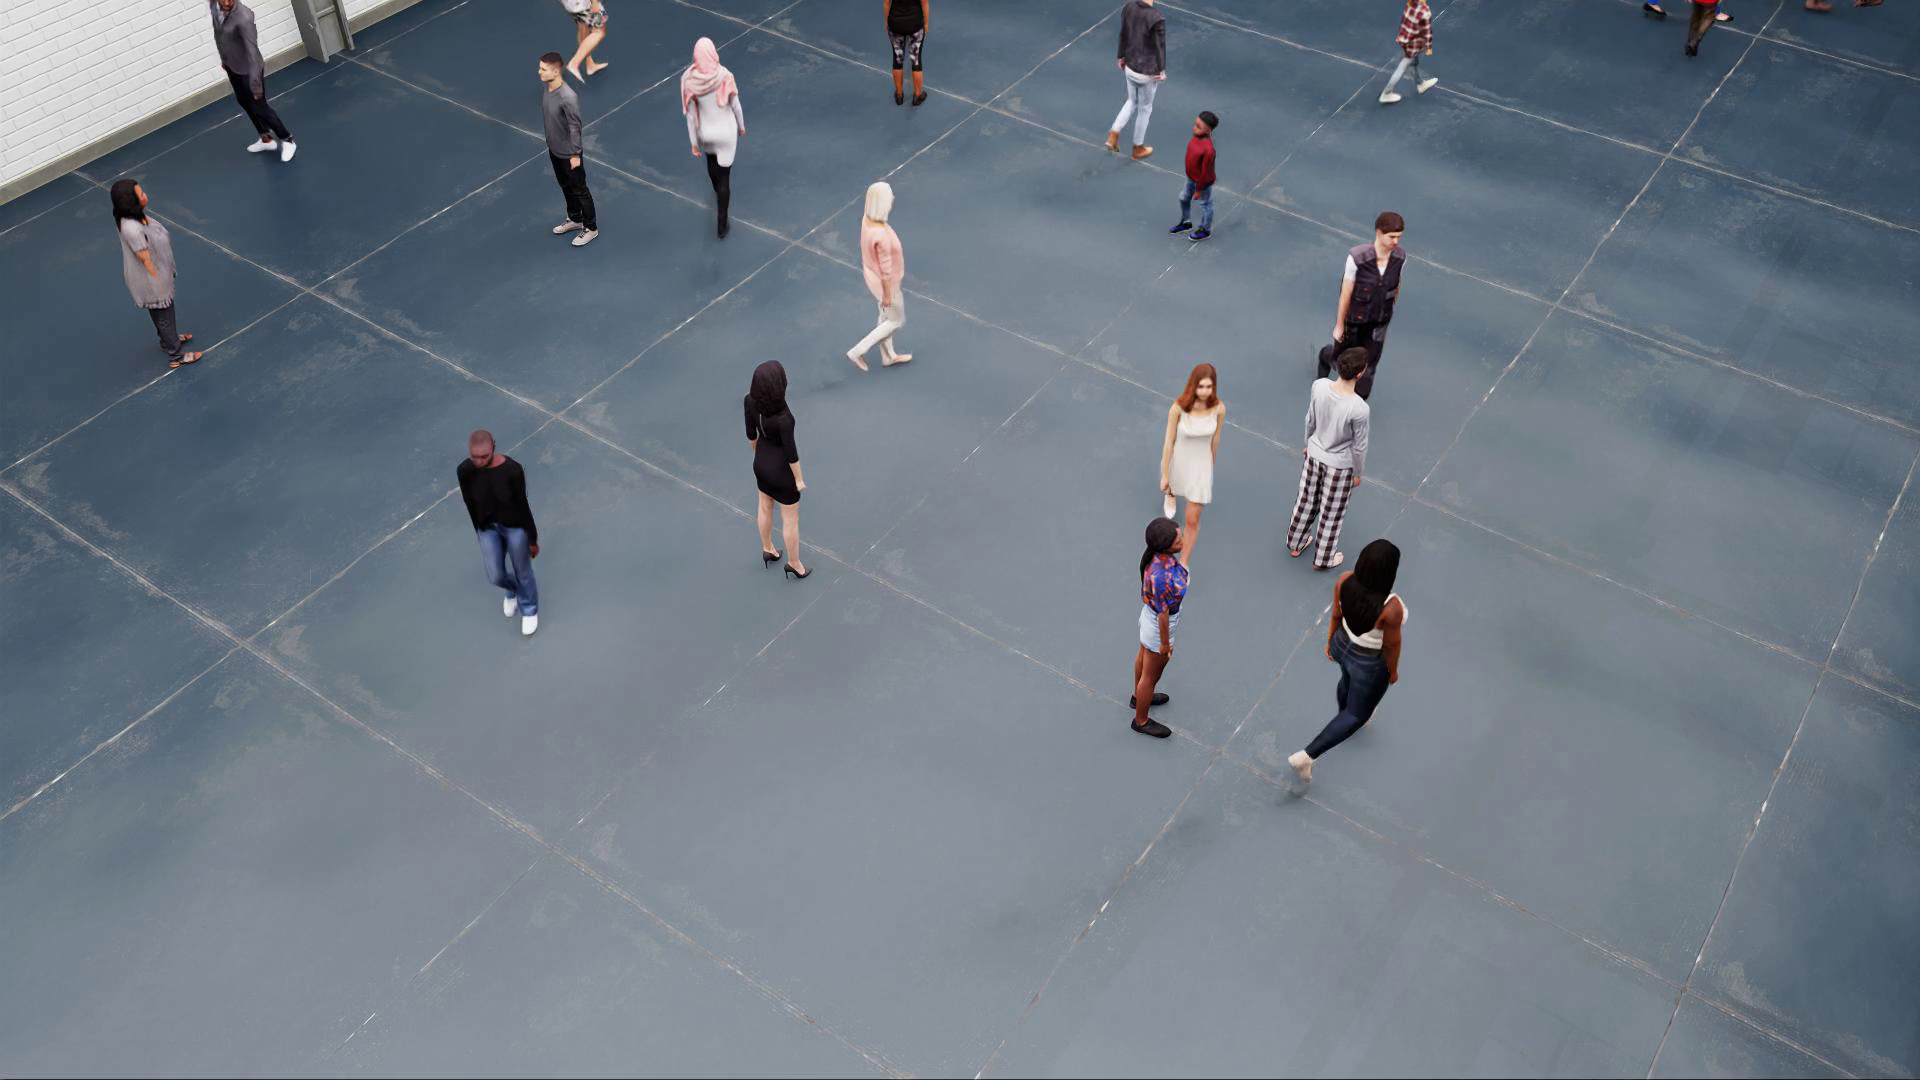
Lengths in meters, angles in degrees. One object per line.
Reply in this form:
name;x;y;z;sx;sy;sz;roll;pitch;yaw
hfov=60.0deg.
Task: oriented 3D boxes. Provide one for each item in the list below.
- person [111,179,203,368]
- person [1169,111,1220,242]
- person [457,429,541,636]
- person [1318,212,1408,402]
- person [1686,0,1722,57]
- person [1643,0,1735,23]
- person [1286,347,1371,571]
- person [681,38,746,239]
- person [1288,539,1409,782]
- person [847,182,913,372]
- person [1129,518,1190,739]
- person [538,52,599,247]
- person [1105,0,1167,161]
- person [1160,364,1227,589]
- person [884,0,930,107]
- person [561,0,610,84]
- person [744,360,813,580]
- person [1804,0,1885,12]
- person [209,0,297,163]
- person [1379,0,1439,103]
person;-6.464;-2.135;13.238;0.773;1.603;0.732;-25;49;-24
person;2.174;-3.199;14.615;0.681;1.244;0.623;-14;45;-14
person;-3.006;-0.130;11.038;0.744;1.734;0.797;-2;44;-3
person;3.035;-1.735;12.655;1.050;1.828;1.115;-6;44;-6
person;7.637;-5.566;17.084;0.499;1.266;0.636;30;51;28
person;7.748;-6.247;17.522;0.925;1.646;1.165;12;45;13
person;2.545;-0.554;11.403;0.596;1.846;0.669;-33;53;-30
person;-2.126;-3.468;14.522;1.028;1.762;1.196;1;44;1
person;2.369;0.757;10.072;1.182;1.783;0.920;-24;49;-23
person;-0.677;-2.023;13.042;0.932;1.712;0.822;-17;46;-17
person;1.224;0.524;10.346;0.728;1.743;0.627;1;44;1
person;-3.431;-3.420;14.472;0.603;1.761;0.656;-34;53;-30
person;1.626;-4.319;15.368;0.848;1.827;0.767;-30;51;-28
person;1.569;-0.579;11.553;0.944;1.674;1.232;5;44;5
person;-0.531;-5.061;16.266;0.658;1.663;0.656;5;44;5
person;-3.846;-5.392;16.513;0.717;1.802;0.845;30;51;28
person;-1.256;-0.465;11.337;0.617;1.807;0.523;32;52;29
person;9.462;-6.453;17.627;1.001;1.802;1.082;9;44;10
person;-6.675;-4.406;15.496;0.623;1.777;0.794;-24;49;-23
person;4.396;-4.882;16.363;0.966;1.270;0.845;-14;45;-14
